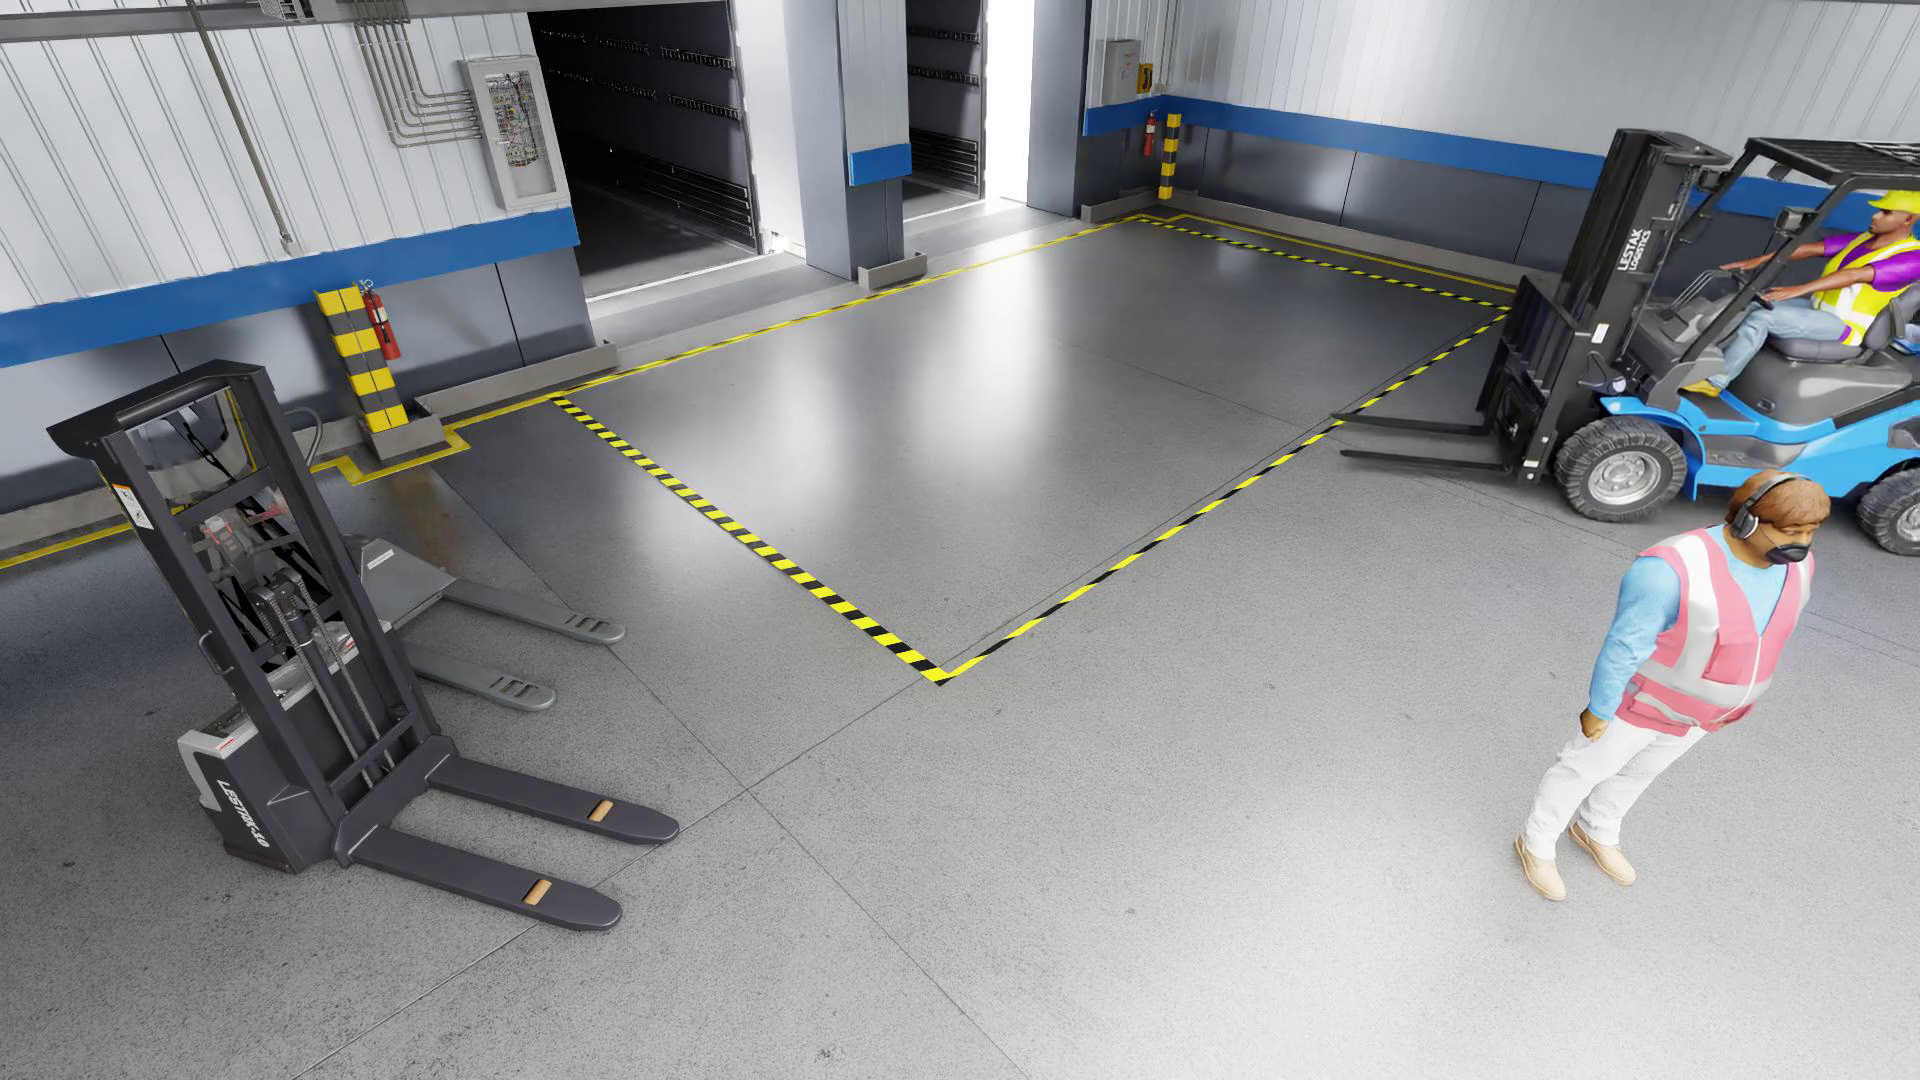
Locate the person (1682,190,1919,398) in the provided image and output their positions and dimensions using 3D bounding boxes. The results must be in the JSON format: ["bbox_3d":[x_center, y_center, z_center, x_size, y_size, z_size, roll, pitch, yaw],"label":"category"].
[{"bbox_3d":[4.986,-1.491,5.518,1.004,1.293,0.635,7,35,10],"label":"person"}]

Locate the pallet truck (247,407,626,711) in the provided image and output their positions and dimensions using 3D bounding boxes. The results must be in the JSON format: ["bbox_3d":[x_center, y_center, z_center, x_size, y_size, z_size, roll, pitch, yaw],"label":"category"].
[{"bbox_3d":[-2.628,0.038,4.590,1.601,1.201,0.680,12,36,18],"label":"pallet truck"}]

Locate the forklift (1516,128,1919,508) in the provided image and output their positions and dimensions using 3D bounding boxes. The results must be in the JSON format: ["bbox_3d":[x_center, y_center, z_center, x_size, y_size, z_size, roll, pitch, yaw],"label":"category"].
[{"bbox_3d":[5.043,-1.325,5.606,2.680,2.036,1.157,7,35,10],"label":"forklift"}]

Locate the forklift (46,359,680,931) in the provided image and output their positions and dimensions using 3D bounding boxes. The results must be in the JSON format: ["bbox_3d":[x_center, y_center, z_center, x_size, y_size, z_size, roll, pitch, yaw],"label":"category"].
[{"bbox_3d":[-2.135,0.422,3.354,1.885,1.965,0.823,10,35,14],"label":"forklift"}]

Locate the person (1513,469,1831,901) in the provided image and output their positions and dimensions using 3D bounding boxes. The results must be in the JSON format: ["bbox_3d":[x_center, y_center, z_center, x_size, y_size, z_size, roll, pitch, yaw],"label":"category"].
[{"bbox_3d":[2.518,0.572,3.270,0.619,1.845,0.430,-6,35,-9],"label":"person"}]
